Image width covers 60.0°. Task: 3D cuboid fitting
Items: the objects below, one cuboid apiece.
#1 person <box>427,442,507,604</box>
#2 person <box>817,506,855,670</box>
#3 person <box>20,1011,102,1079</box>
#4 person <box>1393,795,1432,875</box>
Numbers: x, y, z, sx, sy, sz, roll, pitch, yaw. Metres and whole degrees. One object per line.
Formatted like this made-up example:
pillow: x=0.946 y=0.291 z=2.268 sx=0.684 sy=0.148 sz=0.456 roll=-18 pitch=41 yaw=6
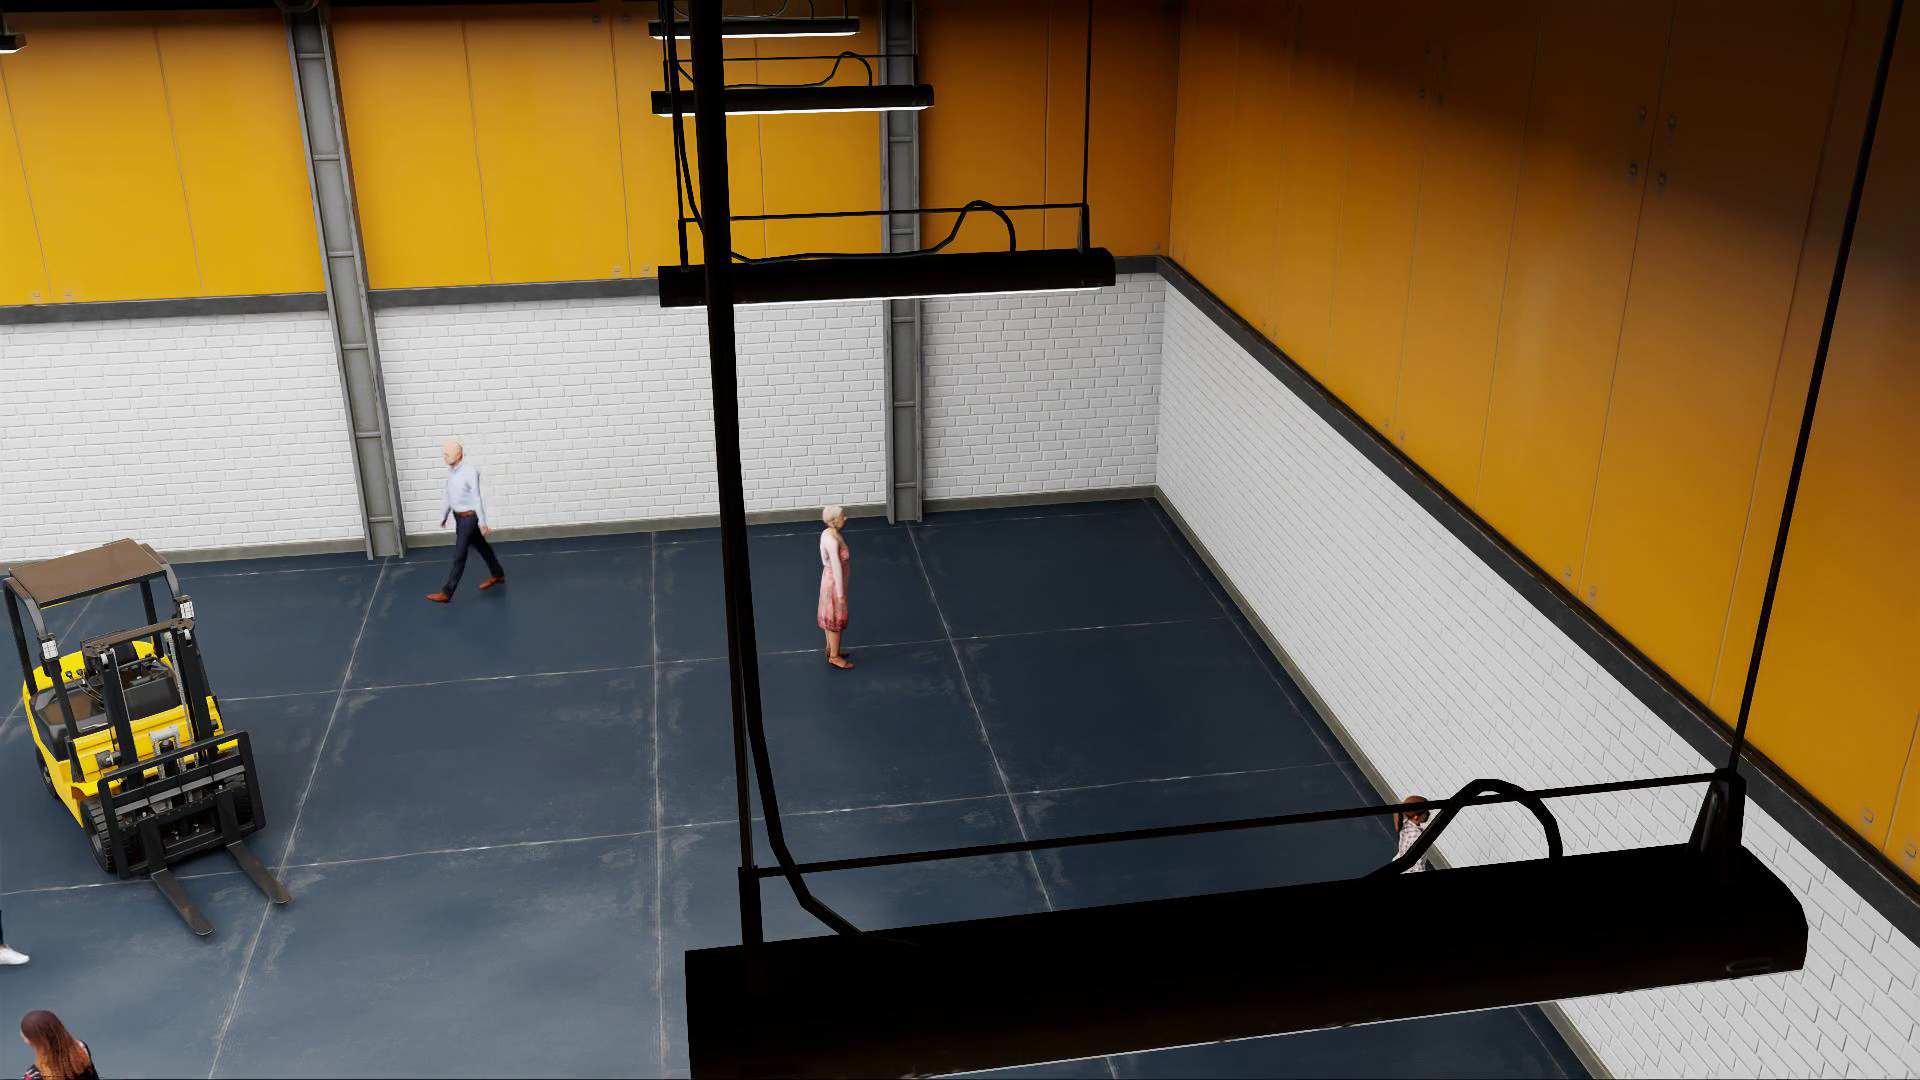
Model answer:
person: x=-5.204 y=-0.215 z=17.788 sx=1.141 sy=1.738 sz=1.294 roll=21 pitch=31 yaw=39
person: x=-1.235 y=0.451 z=16.322 sx=0.566 sy=1.692 sz=0.593 roll=-6 pitch=24 yaw=-13
person: x=-5.041 y=3.425 z=9.542 sx=0.798 sy=1.672 sz=0.743 roll=13 pitch=27 yaw=27
person: x=3.295 y=2.444 z=12.236 sx=0.549 sy=1.312 sz=0.555 roll=-1 pitch=24 yaw=-2
